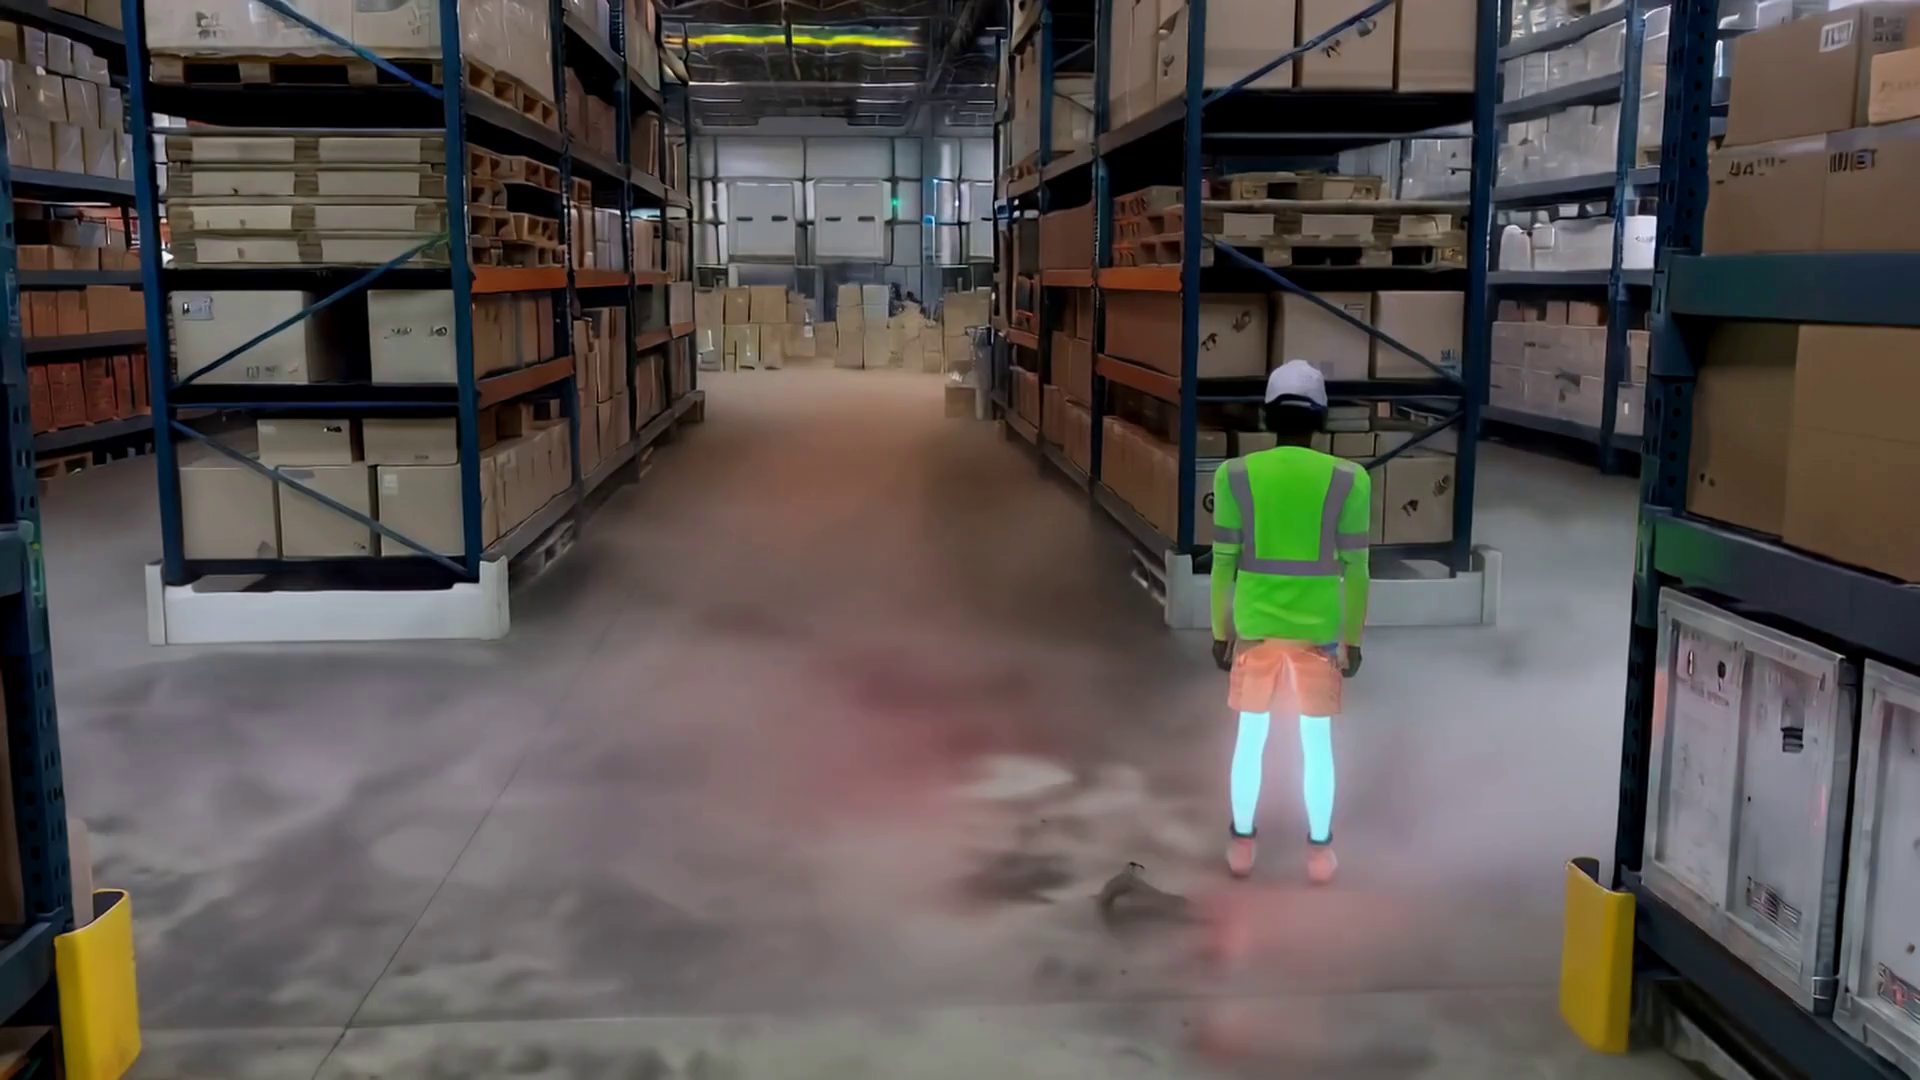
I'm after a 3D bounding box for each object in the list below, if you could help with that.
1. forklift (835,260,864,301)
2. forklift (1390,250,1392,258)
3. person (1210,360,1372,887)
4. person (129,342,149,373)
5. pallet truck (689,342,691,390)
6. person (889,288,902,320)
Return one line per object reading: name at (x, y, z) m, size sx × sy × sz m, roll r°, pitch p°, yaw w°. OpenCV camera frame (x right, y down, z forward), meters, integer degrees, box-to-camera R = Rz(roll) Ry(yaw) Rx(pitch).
forklift at (-3.495, -7.471, 52.740) m, size 1.129 × 2.768 × 1.873 m, roll -1°, pitch 9°, yaw -4°
forklift at (8.355, -4.136, 31.799) m, size 1.129 × 2.768 × 1.873 m, roll 3°, pitch 9°, yaw 17°
person at (1.278, 0.321, 6.484) m, size 0.604 × 2.034 × 0.417 m, roll 3°, pitch 9°, yaw 16°
person at (-13.662, -3.089, 28.000) m, size 0.612 × 1.995 × 0.382 m, roll -1°, pitch 9°, yaw -8°
pallet truck at (-5.225, -3.008, 27.480) m, size 1.885 × 1.965 × 0.823 m, roll 2°, pitch 9°, yaw 14°
person at (-2.301, -7.828, 57.976) m, size 0.634 × 1.929 × 0.381 m, roll 3°, pitch 10°, yaw 21°
